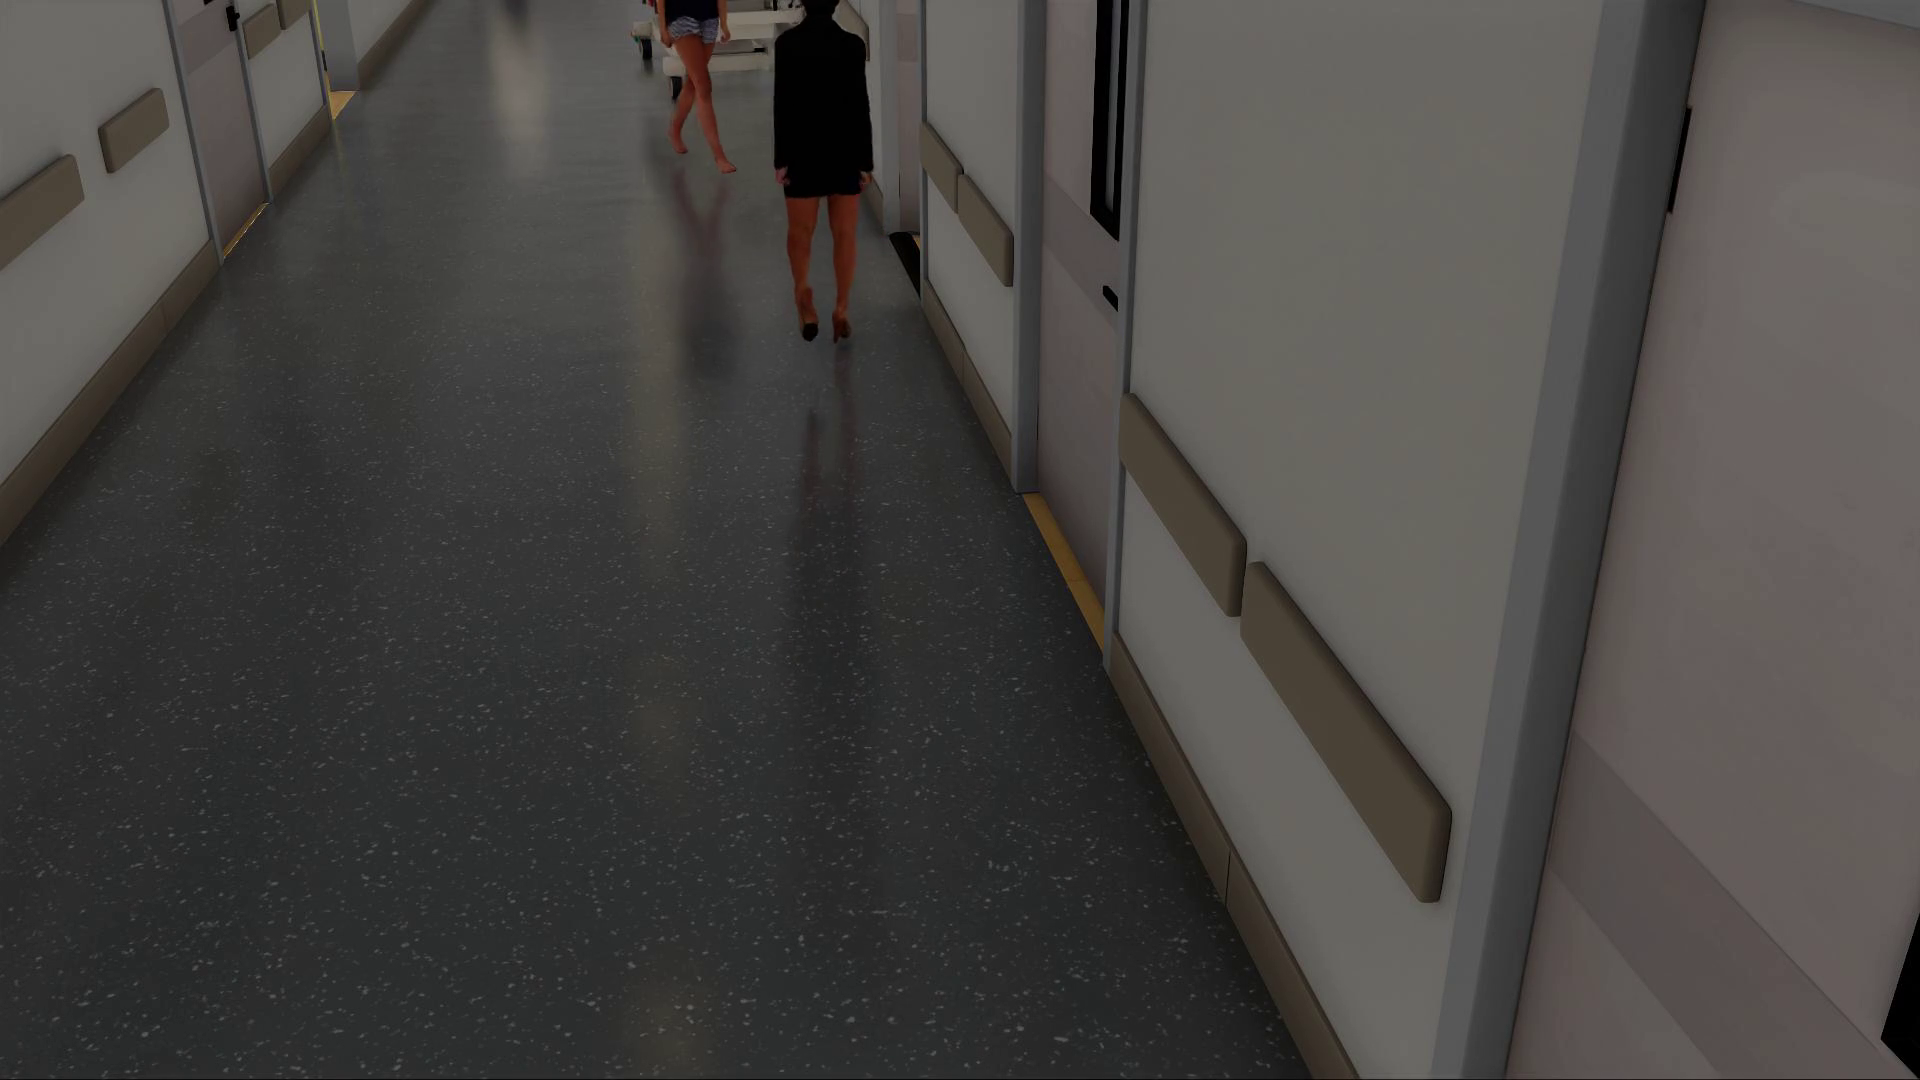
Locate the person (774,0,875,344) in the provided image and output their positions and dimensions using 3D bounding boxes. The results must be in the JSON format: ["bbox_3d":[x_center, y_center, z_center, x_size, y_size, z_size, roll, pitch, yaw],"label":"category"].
[{"bbox_3d":[-0.573,-1.556,7.010,0.823,1.625,0.718,0,26,0],"label":"person"}]

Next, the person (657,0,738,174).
[{"bbox_3d":[-1.672,-3.163,10.239,1.141,1.715,0.950,-17,30,-31],"label":"person"}]
